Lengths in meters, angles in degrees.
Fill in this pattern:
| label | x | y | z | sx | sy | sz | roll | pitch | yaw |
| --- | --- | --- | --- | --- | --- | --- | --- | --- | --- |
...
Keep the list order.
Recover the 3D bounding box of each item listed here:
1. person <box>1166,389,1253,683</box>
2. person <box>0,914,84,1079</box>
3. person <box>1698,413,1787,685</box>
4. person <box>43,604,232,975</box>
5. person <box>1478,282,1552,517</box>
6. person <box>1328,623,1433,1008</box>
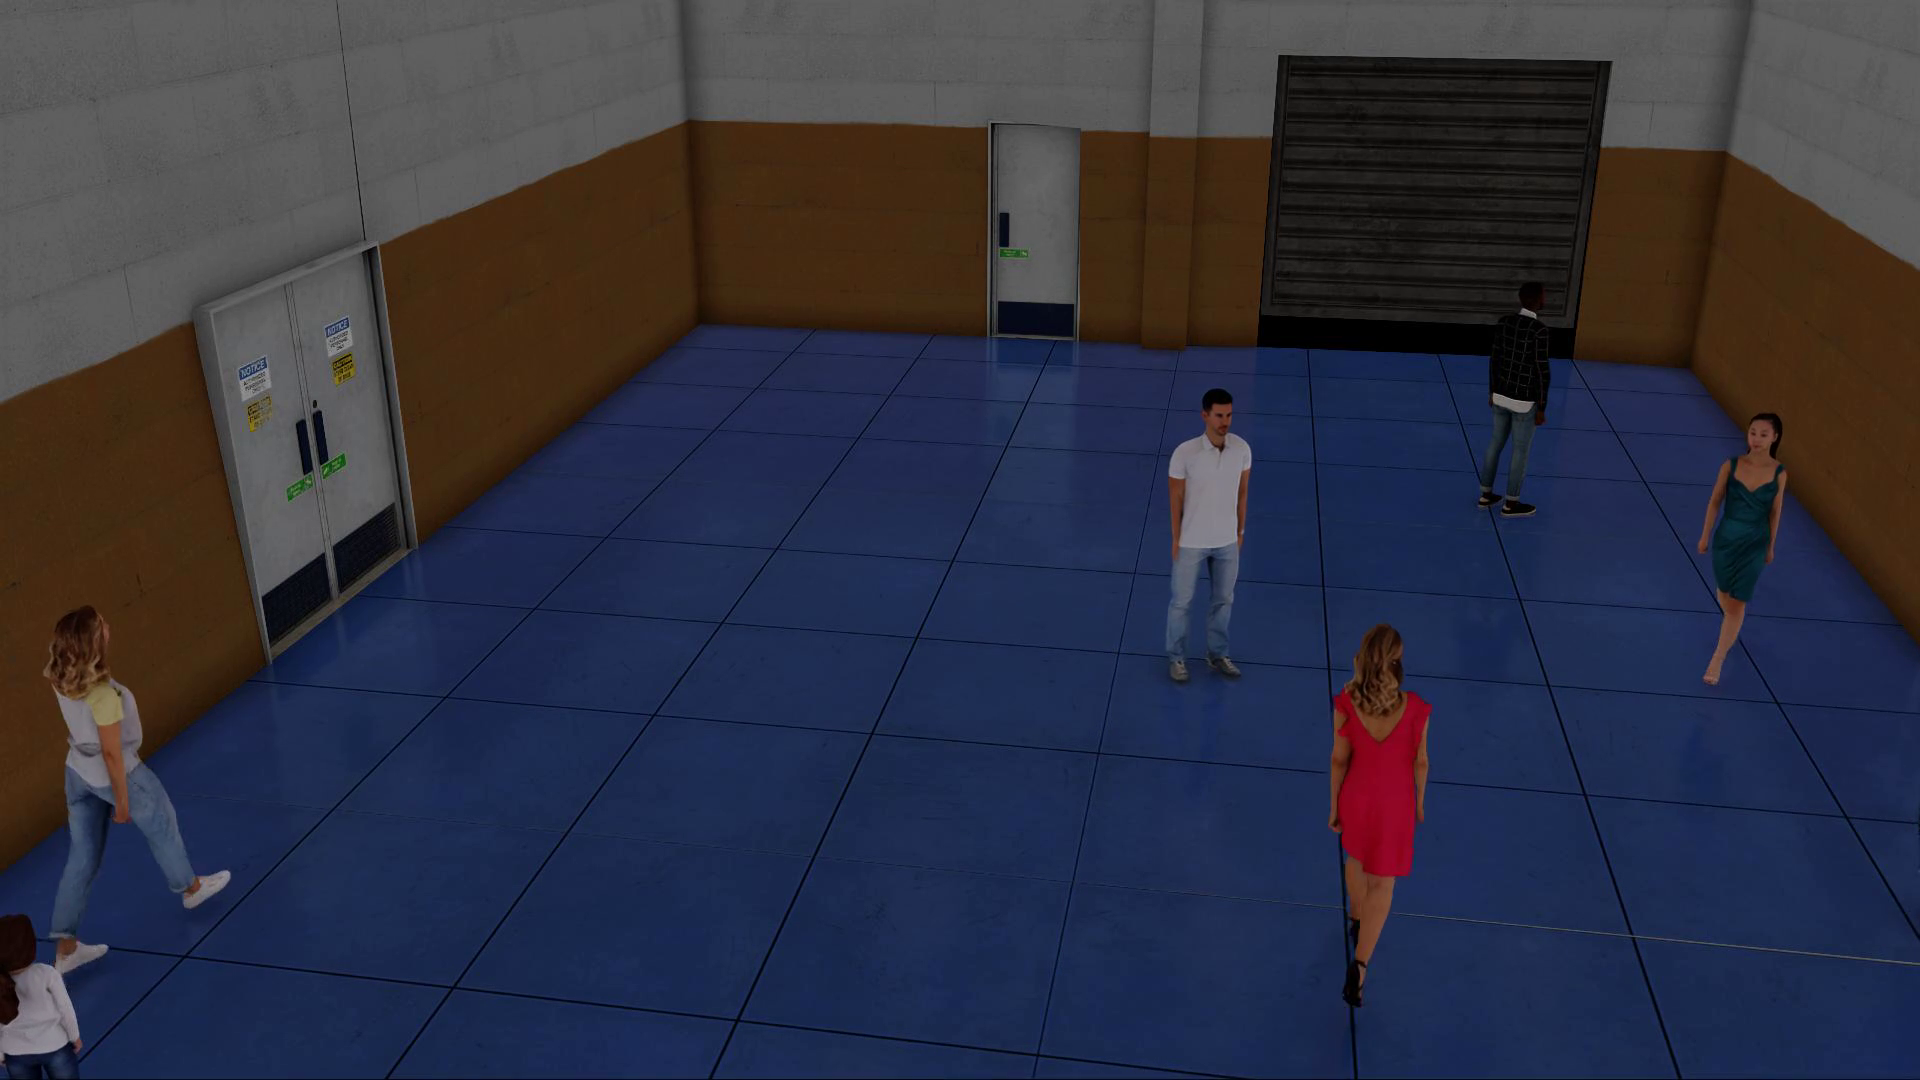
| label | x | y | z | sx | sy | sz | roll | pitch | yaw |
| --- | --- | --- | --- | --- | --- | --- | --- | --- | --- |
| person | 1.503 | -0.034 | 10.140 | 0.631 | 1.861 | 0.799 | -4 | 22 | -10 |
| person | -3.516 | 1.905 | 6.323 | 0.504 | 1.110 | 0.583 | -7 | 23 | -16 |
| person | 4.830 | 0.027 | 10.272 | 1.056 | 1.650 | 0.920 | 15 | 26 | 32 |
| person | -3.903 | 1.142 | 7.444 | 1.161 | 1.675 | 0.935 | 11 | 24 | 26 |
| person | 4.286 | -1.099 | 12.848 | 0.783 | 1.819 | 0.732 | -14 | 26 | -31 |
| person | 1.804 | 1.217 | 7.254 | 1.027 | 1.691 | 0.820 | 10 | 24 | 24 |
